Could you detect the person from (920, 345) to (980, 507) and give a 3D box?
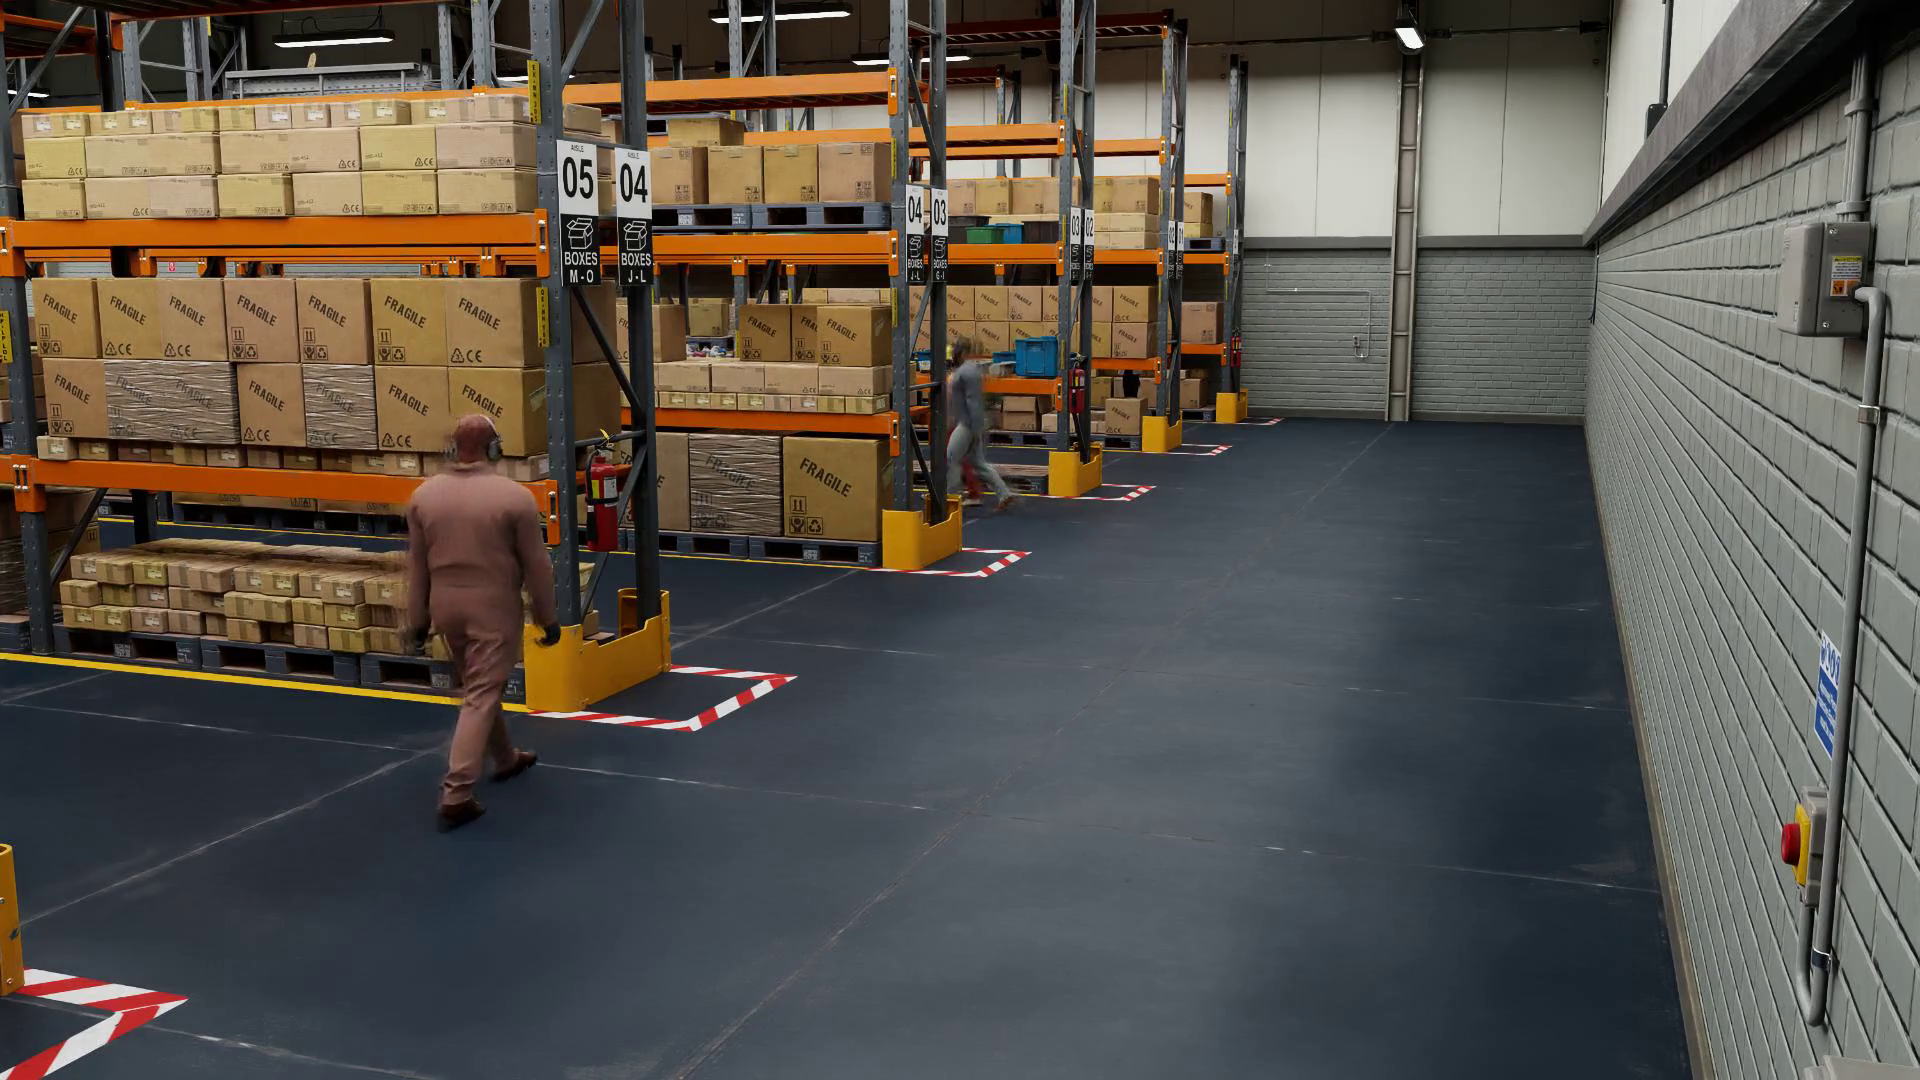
[{"bbox_3d":[-0.131,-1.222,17.898,0.801,1.726,0.583,1,9,8],"label":"person"}]

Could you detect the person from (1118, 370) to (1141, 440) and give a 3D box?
[{"bbox_3d":[2.592,-2.465,25.087,0.399,1.920,0.590,3,10,17],"label":"person"}]

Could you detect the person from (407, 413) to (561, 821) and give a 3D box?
[{"bbox_3d":[-2.241,0.338,7.812,0.667,1.856,1.016,3,10,17],"label":"person"}]

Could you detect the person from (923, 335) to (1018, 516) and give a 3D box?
[{"bbox_3d":[0.137,-1.167,17.118,0.955,1.890,0.655,0,9,-3],"label":"person"}]
